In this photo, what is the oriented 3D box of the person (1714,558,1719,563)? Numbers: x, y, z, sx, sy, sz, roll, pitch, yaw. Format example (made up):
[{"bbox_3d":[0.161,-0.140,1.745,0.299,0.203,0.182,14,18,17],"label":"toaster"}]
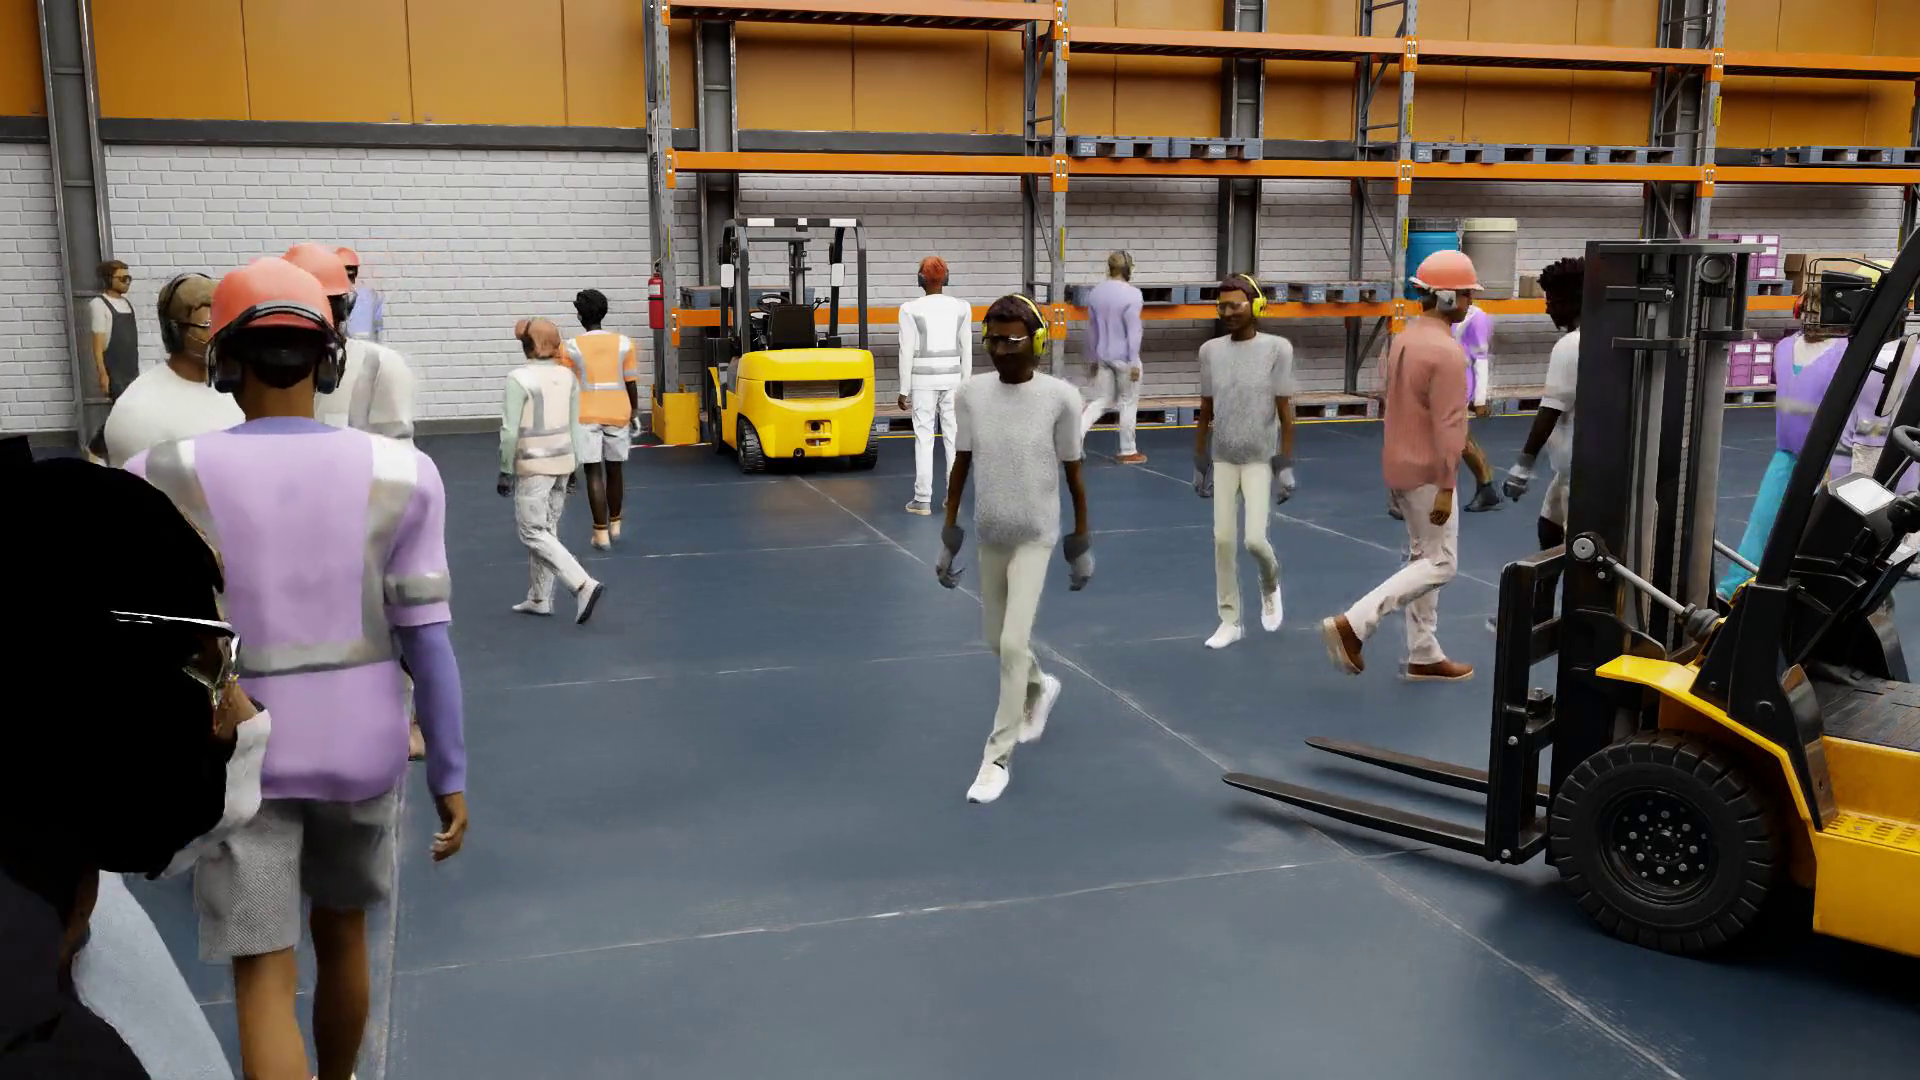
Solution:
[{"bbox_3d":[4.334,-0.698,10.218,0.721,1.751,0.535,1,10,7],"label":"person"}]

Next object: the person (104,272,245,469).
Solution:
[{"bbox_3d":[-2.227,0.156,5.047,0.446,1.916,0.649,3,11,16],"label":"person"}]

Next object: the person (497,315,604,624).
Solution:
[{"bbox_3d":[-2.141,-0.361,8.703,0.644,1.619,0.518,5,11,26],"label":"person"}]

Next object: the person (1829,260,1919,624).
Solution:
[{"bbox_3d":[3.694,-0.166,6.794,0.363,1.927,0.587,8,13,38],"label":"person"}]

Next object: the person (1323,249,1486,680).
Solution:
[{"bbox_3d":[1.999,-0.302,7.432,0.673,1.974,0.612,-1,10,-8],"label":"person"}]

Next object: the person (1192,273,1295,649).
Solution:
[{"bbox_3d":[1.406,-0.385,8.200,0.553,1.852,0.468,6,12,32],"label":"person"}]

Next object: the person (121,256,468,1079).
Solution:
[{"bbox_3d":[-1.287,0.454,3.241,0.635,1.999,0.975,-5,12,-26],"label":"person"}]

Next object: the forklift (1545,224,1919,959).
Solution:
[{"bbox_3d":[2.909,0.117,4.508,2.313,2.155,1.214,9,14,40],"label":"forklift"}]

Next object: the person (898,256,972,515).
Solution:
[{"bbox_3d":[-0.186,-1.124,12.163,0.574,1.885,0.355,-5,11,-24],"label":"person"}]

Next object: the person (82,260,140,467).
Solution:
[{"bbox_3d":[-7.010,-1.403,13.824,0.508,1.835,0.529,1,10,8],"label":"person"}]

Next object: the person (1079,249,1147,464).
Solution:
[{"bbox_3d":[1.324,-1.596,14.672,0.779,1.918,0.633,-8,13,-36],"label":"person"}]

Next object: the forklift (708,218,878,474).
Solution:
[{"bbox_3d":[-1.522,-1.778,14.899,1.214,2.155,2.313,-3,11,-17],"label":"forklift"}]

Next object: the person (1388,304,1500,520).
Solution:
[{"bbox_3d":[3.580,-1.096,12.026,1.004,1.893,0.549,-3,11,-16],"label":"person"}]

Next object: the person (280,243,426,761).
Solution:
[{"bbox_3d":[-2.210,-0.065,6.053,0.621,2.016,0.939,2,10,9],"label":"person"}]

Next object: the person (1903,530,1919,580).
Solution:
[{"bbox_3d":[5.950,-0.535,9.757,0.902,1.595,0.508,-4,11,-19],"label":"person"}]

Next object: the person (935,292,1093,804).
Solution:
[{"bbox_3d":[0.220,-0.010,6.218,0.546,1.830,0.854,5,11,25],"label":"person"}]

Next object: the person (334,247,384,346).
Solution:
[{"bbox_3d":[-5.154,-1.505,14.115,0.375,1.933,0.550,8,13,38],"label":"person"}]

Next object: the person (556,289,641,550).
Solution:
[{"bbox_3d":[-2.406,-0.796,10.889,0.553,1.677,0.643,-6,12,-28],"label":"person"}]

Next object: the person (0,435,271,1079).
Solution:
[{"bbox_3d":[-0.684,0.877,1.094,0.628,1.920,0.635,-4,11,-23],"label":"person"}]

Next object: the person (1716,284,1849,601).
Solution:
[{"bbox_3d":[4.327,-0.429,8.627,0.970,1.785,0.609,-3,11,-16],"label":"person"}]

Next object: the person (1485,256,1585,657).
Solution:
[{"bbox_3d":[2.855,-0.381,7.978,0.836,1.921,0.608,7,12,33],"label":"person"}]
